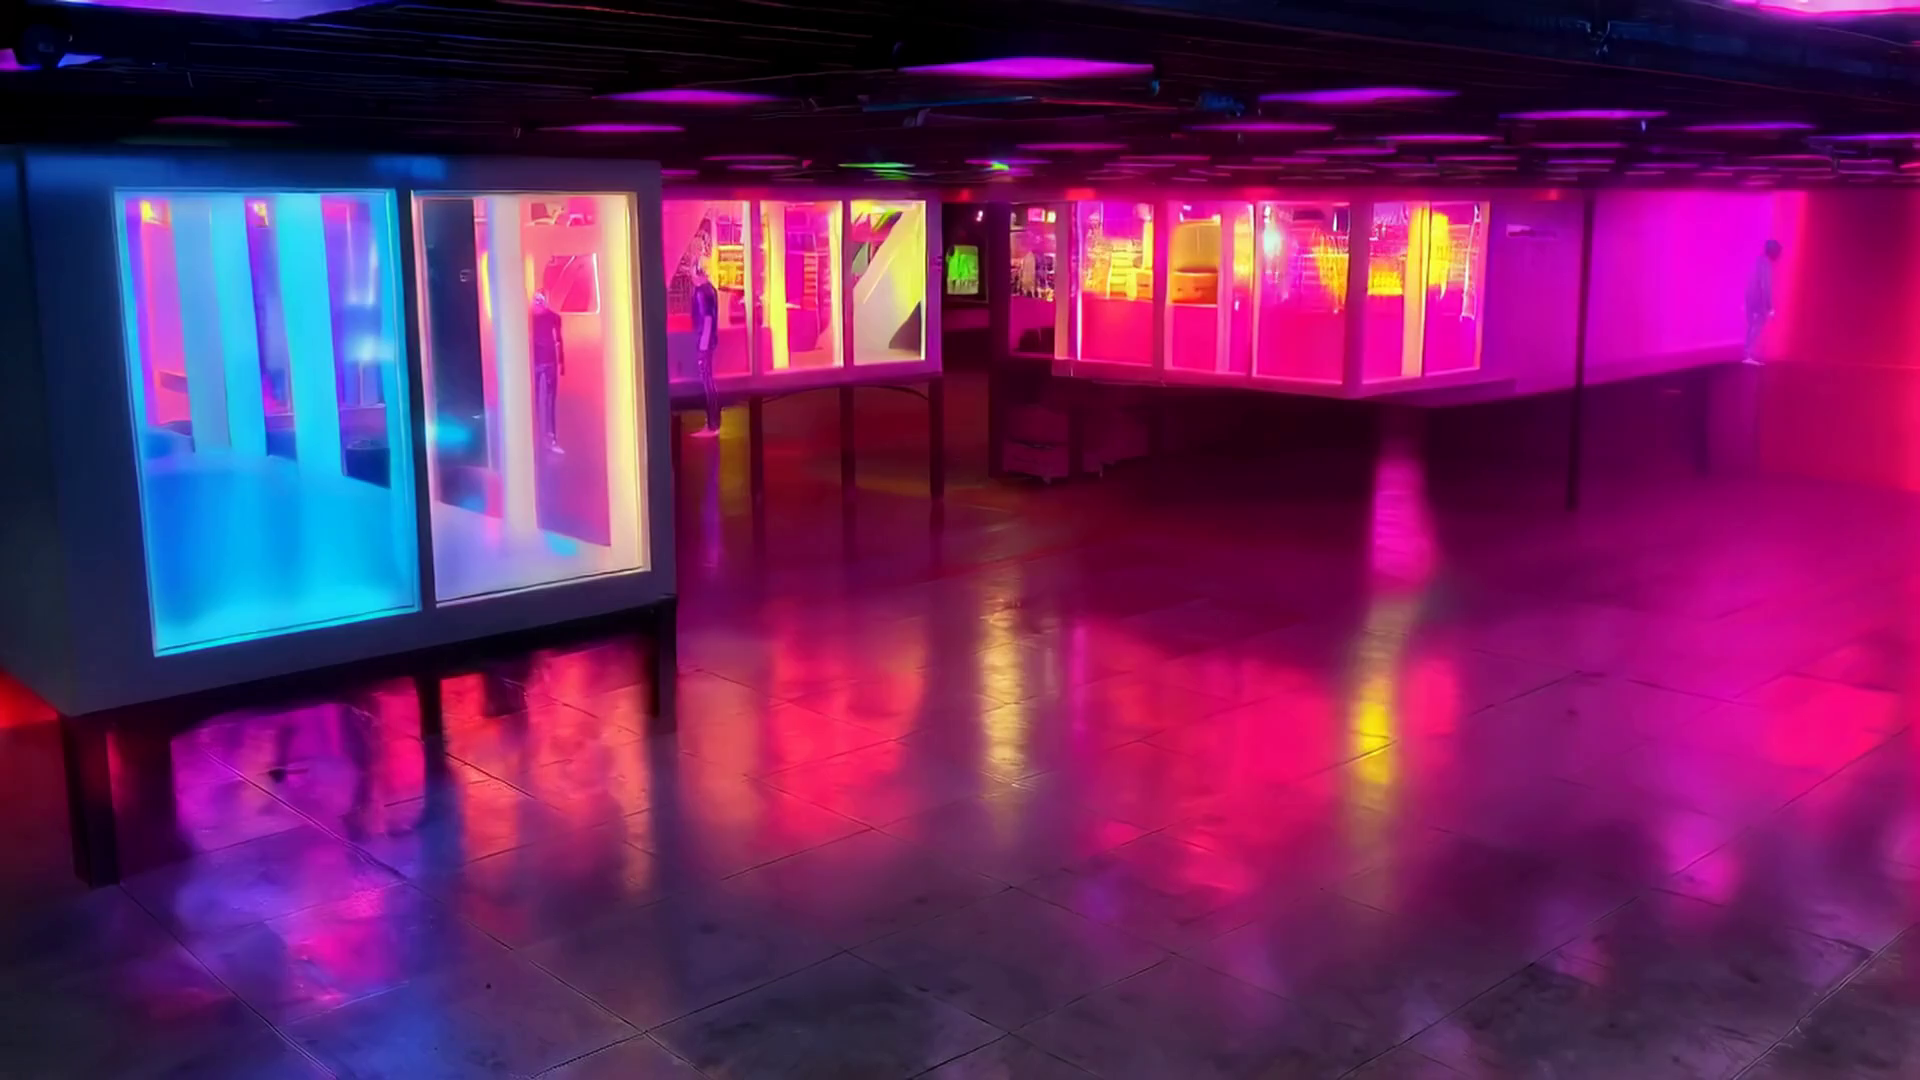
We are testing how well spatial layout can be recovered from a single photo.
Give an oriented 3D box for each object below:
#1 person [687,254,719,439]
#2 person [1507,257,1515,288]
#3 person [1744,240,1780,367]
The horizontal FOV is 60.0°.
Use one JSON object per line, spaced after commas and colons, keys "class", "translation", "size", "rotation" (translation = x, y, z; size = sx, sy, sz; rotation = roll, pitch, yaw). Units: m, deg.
{"class": "person", "translation": [-2.608, -1.952, 16.857], "size": [0.329, 1.866, 0.514], "rotation": [-1, 11, -5]}
{"class": "person", "translation": [10.094, -4.714, 30.727], "size": [0.594, 1.864, 0.765], "rotation": [-7, 13, -32]}
{"class": "person", "translation": [11.901, -3.511, 24.678], "size": [0.397, 1.868, 0.726], "rotation": [2, 12, 11]}
